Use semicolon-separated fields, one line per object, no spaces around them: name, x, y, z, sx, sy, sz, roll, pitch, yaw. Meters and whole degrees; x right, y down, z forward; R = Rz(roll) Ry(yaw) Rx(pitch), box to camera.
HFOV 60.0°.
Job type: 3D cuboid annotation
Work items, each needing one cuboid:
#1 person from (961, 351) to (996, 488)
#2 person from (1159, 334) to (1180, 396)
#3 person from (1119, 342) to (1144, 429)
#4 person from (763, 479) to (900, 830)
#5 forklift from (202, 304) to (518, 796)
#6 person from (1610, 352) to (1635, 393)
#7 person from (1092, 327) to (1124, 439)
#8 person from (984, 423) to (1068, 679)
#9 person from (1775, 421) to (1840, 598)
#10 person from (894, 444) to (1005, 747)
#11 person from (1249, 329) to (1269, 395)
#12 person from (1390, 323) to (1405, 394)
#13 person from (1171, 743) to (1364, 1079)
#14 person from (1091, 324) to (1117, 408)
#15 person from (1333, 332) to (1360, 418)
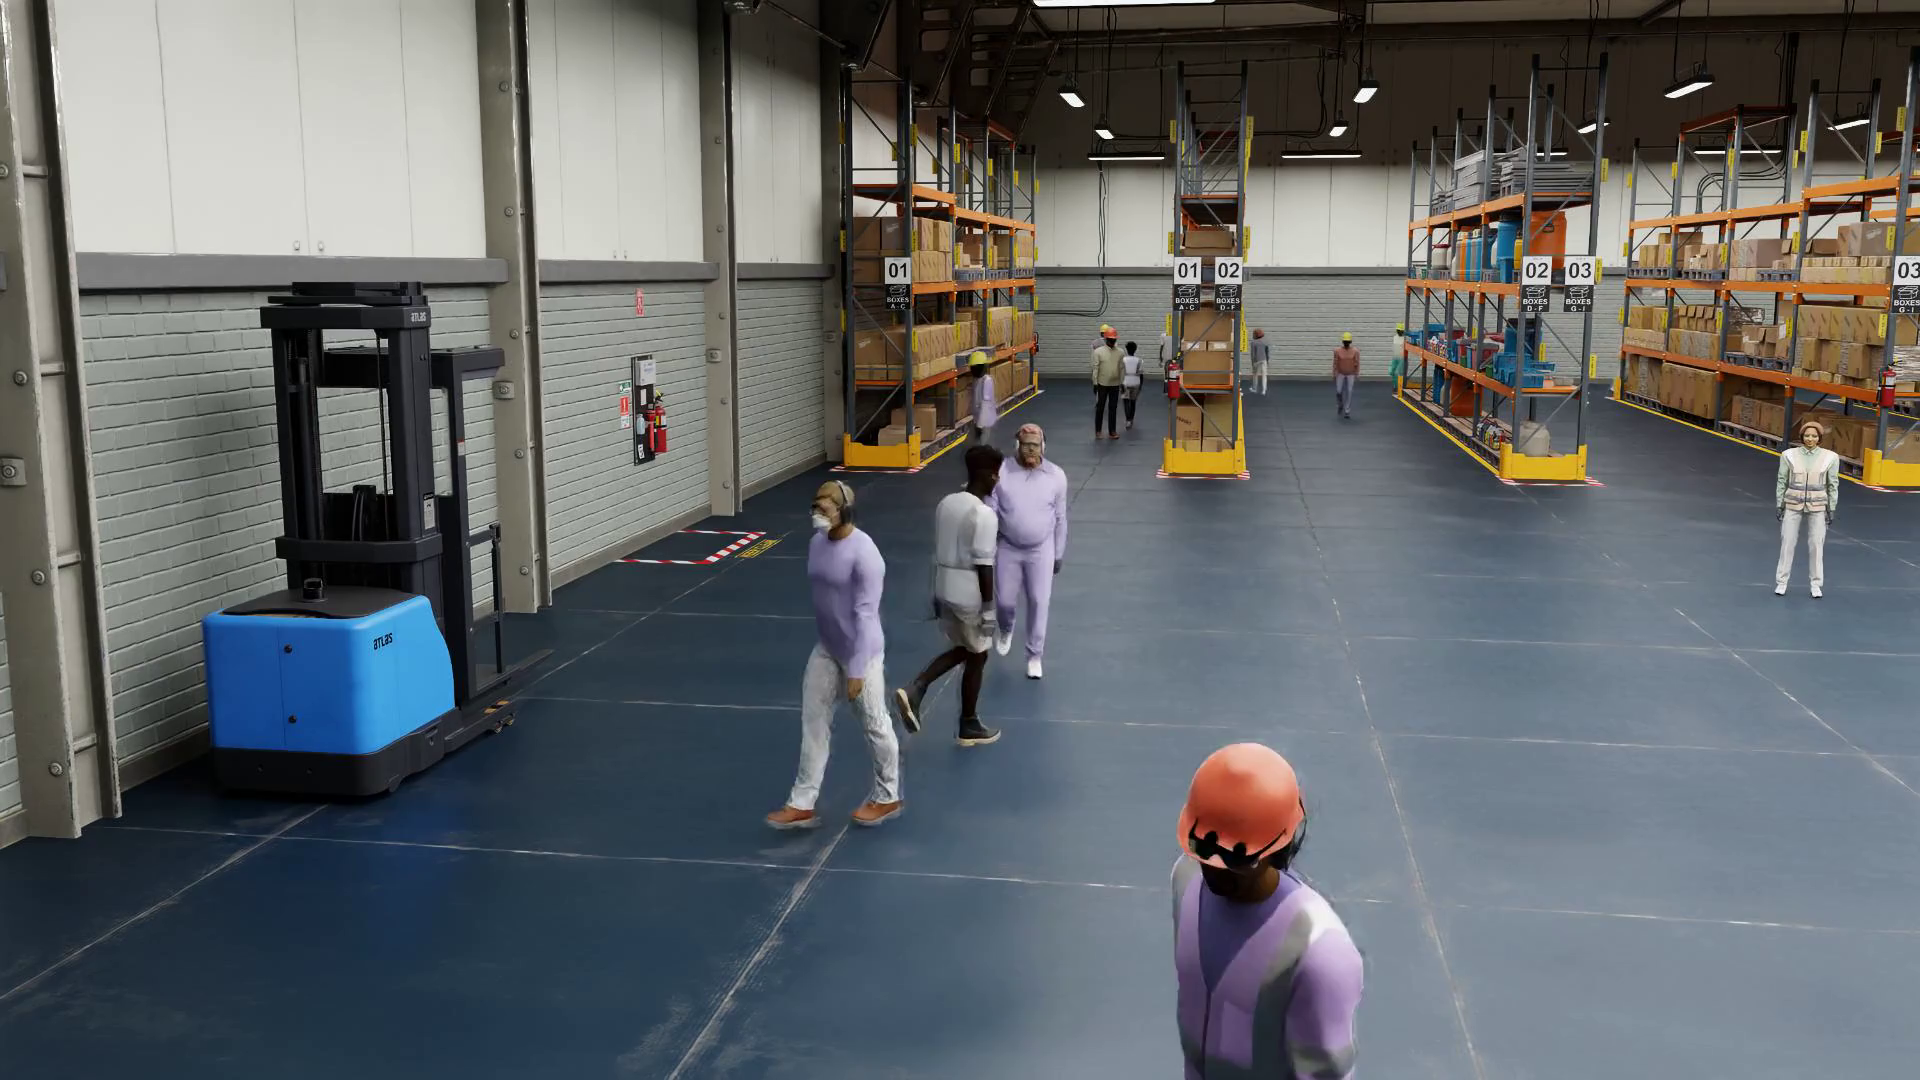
person;0.233;-1.624;22.809;0.578;1.908;0.587;-3;10;-17
person;5.014;-4.304;39.597;0.551;1.830;0.990;1;9;9
person;3.259;-2.972;31.901;0.535;1.652;0.899;-1;9;-4
person;-0.679;0.632;8.850;0.895;1.907;0.666;-7;12;-37
forklift;-3.673;-0.038;10.147;1.129;2.768;1.873;1;9;9
person;16.135;-4.387;39.900;0.950;1.890;0.597;2;9;13
person;2.679;-2.819;29.898;0.622;1.990;0.401;-4;10;-21
person;0.484;0.058;12.459;0.654;1.889;0.595;0;9;-1
person;7.829;-0.285;15.394;0.513;1.630;0.318;5;11;29
person;-0.025;0.359;10.472;0.681;1.934;0.646;-5;10;-28
person;7.279;-4.331;40.445;0.538;1.575;0.849;-2;9;-11
person;10.690;-4.415;40.474;0.424;1.742;0.552;-4;10;-23
person;0.649;1.407;3.859;0.986;1.979;0.629;-6;11;-33
person;3.165;-3.800;36.442;0.591;1.833;0.403;1;9;9
person;7.935;-3.391;34.170;0.539;1.754;0.396;3;10;17
